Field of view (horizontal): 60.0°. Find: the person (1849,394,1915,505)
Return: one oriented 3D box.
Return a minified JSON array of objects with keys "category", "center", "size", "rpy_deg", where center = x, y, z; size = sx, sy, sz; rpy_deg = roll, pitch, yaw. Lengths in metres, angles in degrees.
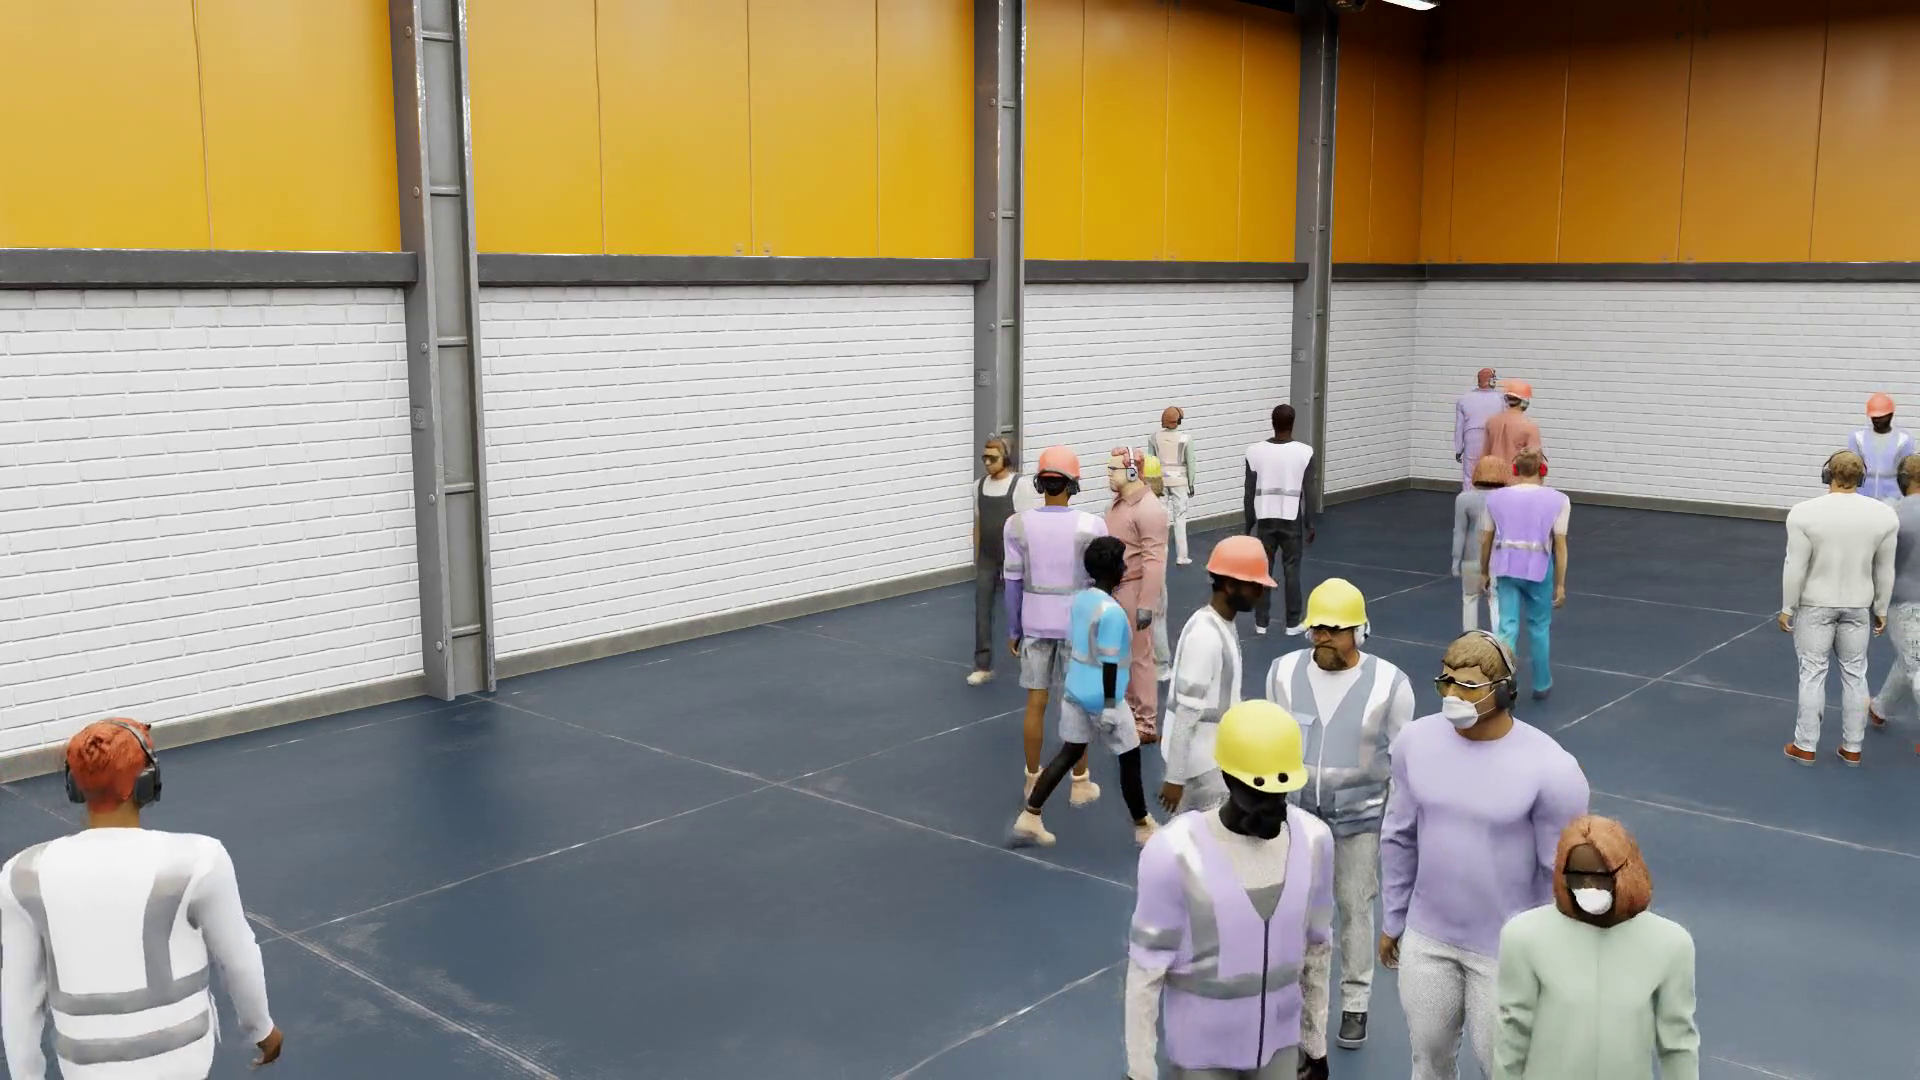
[{"category":"person","center":[8.656,-0.445,15.656],"size":[0.585,1.894,0.910],"rpy_deg":[7,11,35]}]

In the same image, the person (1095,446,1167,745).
[{"category":"person","center":[1.059,0.352,10.571],"size":[0.402,1.906,0.652],"rpy_deg":[-2,9,-15]}]

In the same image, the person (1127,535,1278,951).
[{"category":"person","center":[1.076,0.920,7.065],"size":[0.781,1.884,0.605],"rpy_deg":[2,9,13]}]

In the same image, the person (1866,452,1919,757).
[{"category":"person","center":[5.935,0.387,10.430],"size":[0.639,1.875,1.051],"rpy_deg":[-1,9,-7]}]

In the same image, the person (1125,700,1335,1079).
[{"category":"person","center":[0.705,1.319,4.522],"size":[0.619,1.903,0.624],"rpy_deg":[-4,10,-23]}]

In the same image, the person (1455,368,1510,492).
[{"category":"person","center":[6.112,-1.056,19.419],"size":[0.645,1.903,0.400],"rpy_deg":[5,10,29]}]

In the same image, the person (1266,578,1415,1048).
[{"category":"person","center":[1.434,1.046,6.437],"size":[0.592,1.833,0.404],"rpy_deg":[5,10,26]}]

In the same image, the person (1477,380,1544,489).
[{"category":"person","center":[5.464,-0.579,16.225],"size":[0.938,1.957,0.658],"rpy_deg":[-5,11,-31]}]

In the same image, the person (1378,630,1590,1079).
[{"category":"person","center":[1.550,1.217,5.036],"size":[0.354,1.937,0.635],"rpy_deg":[-9,12,-43]}]

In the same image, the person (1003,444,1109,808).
[{"category":"person","center":[0.546,0.485,9.308],"size":[0.608,2.043,0.374],"rpy_deg":[3,9,16]}]

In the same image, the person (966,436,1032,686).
[{"category":"person","center":[0.330,0.128,12.267],"size":[0.518,1.820,0.805],"rpy_deg":[5,10,28]}]

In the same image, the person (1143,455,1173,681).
[{"category":"person","center":[1.268,0.236,11.942],"size":[0.490,1.702,0.893],"rpy_deg":[6,11,32]}]

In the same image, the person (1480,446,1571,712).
[{"category":"person","center":[3.899,0.252,11.481],"size":[0.590,1.806,0.797],"rpy_deg":[5,10,28]}]

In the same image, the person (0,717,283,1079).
[{"category":"person","center":[-2.170,1.364,4.453],"size":[0.573,1.824,0.998],"rpy_deg":[0,9,1]}]

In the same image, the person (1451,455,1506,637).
[{"category":"person","center":[4.030,0.160,12.716],"size":[0.508,1.613,0.680],"rpy_deg":[2,9,9]}]

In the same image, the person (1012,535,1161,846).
[{"category":"person","center":[0.681,0.791,8.608],"size":[0.871,1.657,0.531],"rpy_deg":[-3,9,-17]}]

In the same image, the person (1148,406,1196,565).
[{"category":"person","center":[2.173,-0.555,17.102],"size":[0.511,1.640,0.308],"rpy_deg":[4,10,25]}]

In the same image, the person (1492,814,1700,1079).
[{"category":"person","center":[1.673,1.489,4.420],"size":[0.511,1.597,0.791],"rpy_deg":[1,9,6]}]

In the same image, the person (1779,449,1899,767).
[{"category":"person","center":[5.299,0.414,10.075],"size":[0.635,1.937,0.353],"rpy_deg":[1,9,9]}]

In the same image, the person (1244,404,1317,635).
[{"category":"person","center":[2.650,-0.153,13.783],"size":[0.597,1.891,0.373],"rpy_deg":[3,10,20]}]
